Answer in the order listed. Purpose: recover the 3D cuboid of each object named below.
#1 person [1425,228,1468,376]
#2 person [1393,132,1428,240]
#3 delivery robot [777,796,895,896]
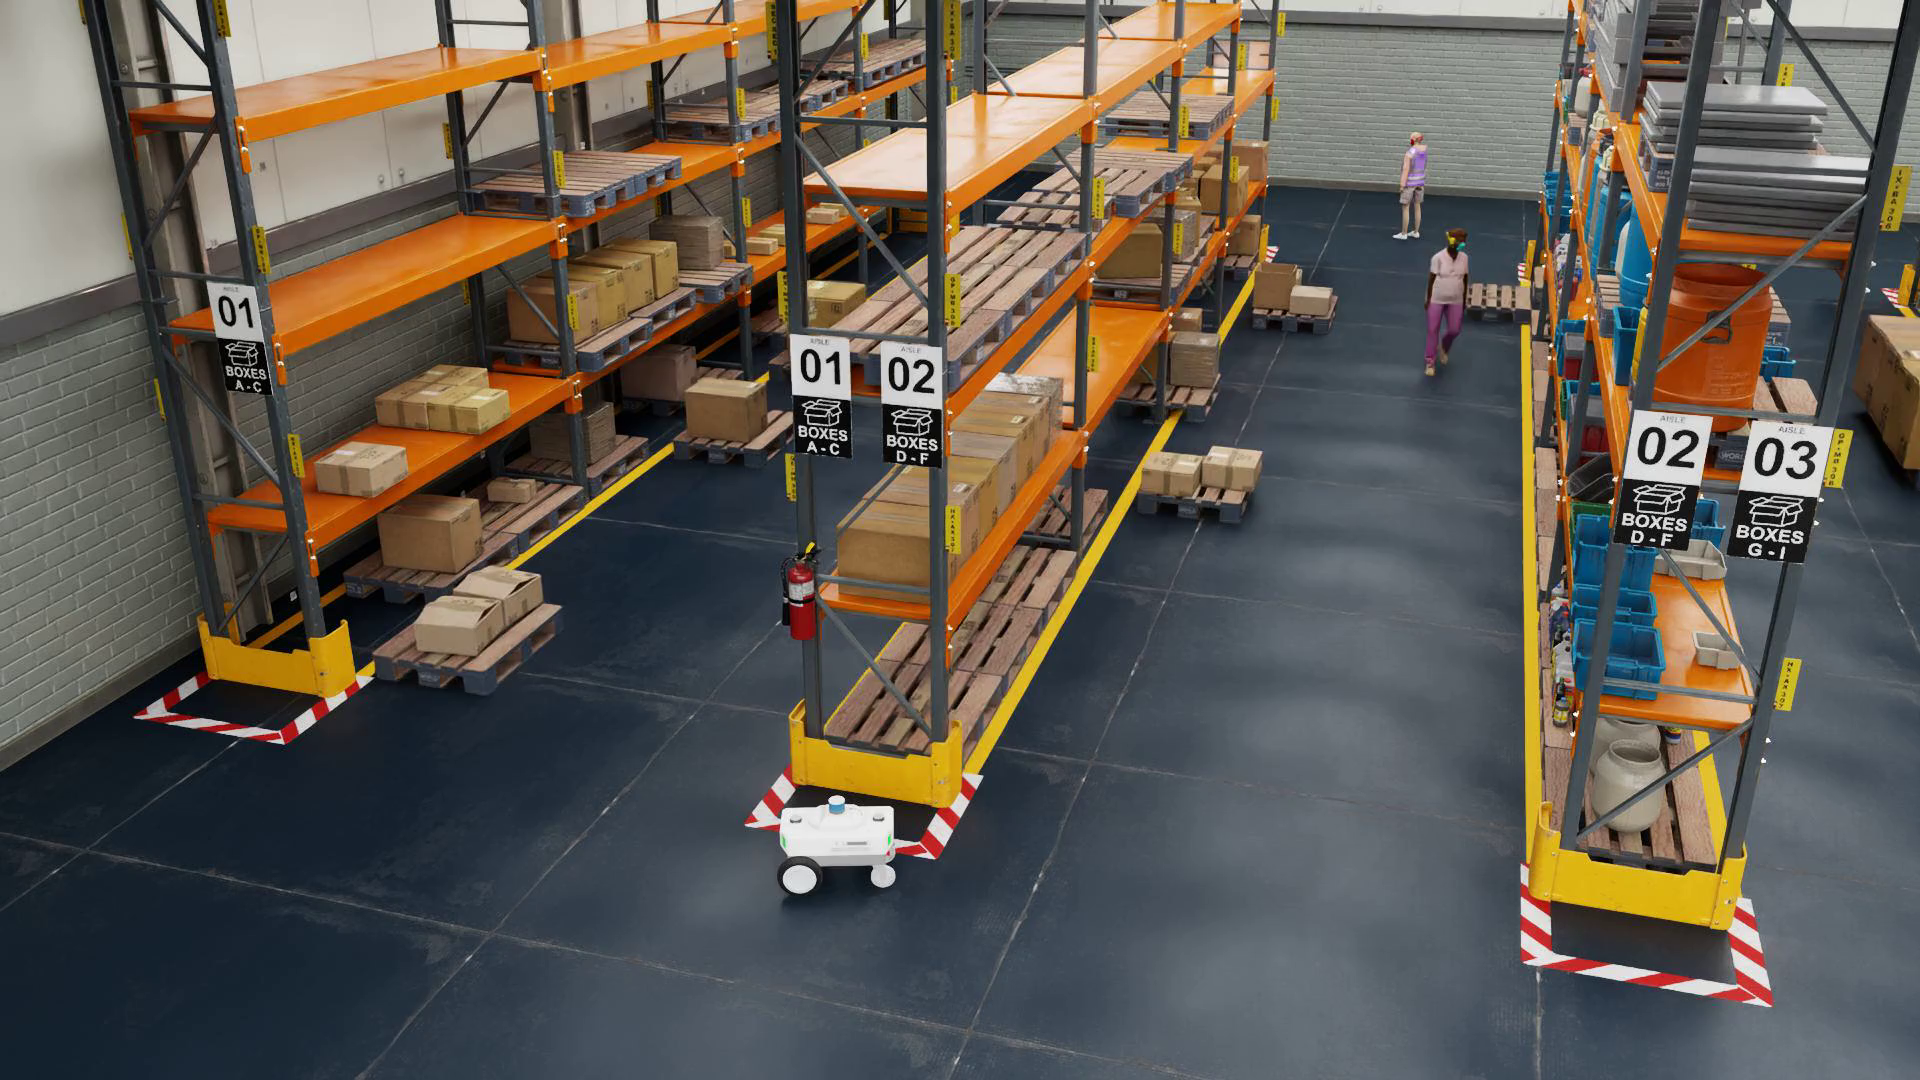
[{"bbox_3d":[5.807,-2.865,19.916,0.509,1.780,0.467,1,23,2],"label":"person"},{"bbox_3d":[7.183,-5.618,26.410,0.491,1.688,0.347,-14,27,-29],"label":"person"},{"bbox_3d":[-0.800,1.895,10.441,0.791,0.614,0.499,-1,23,-2],"label":"delivery robot"}]
